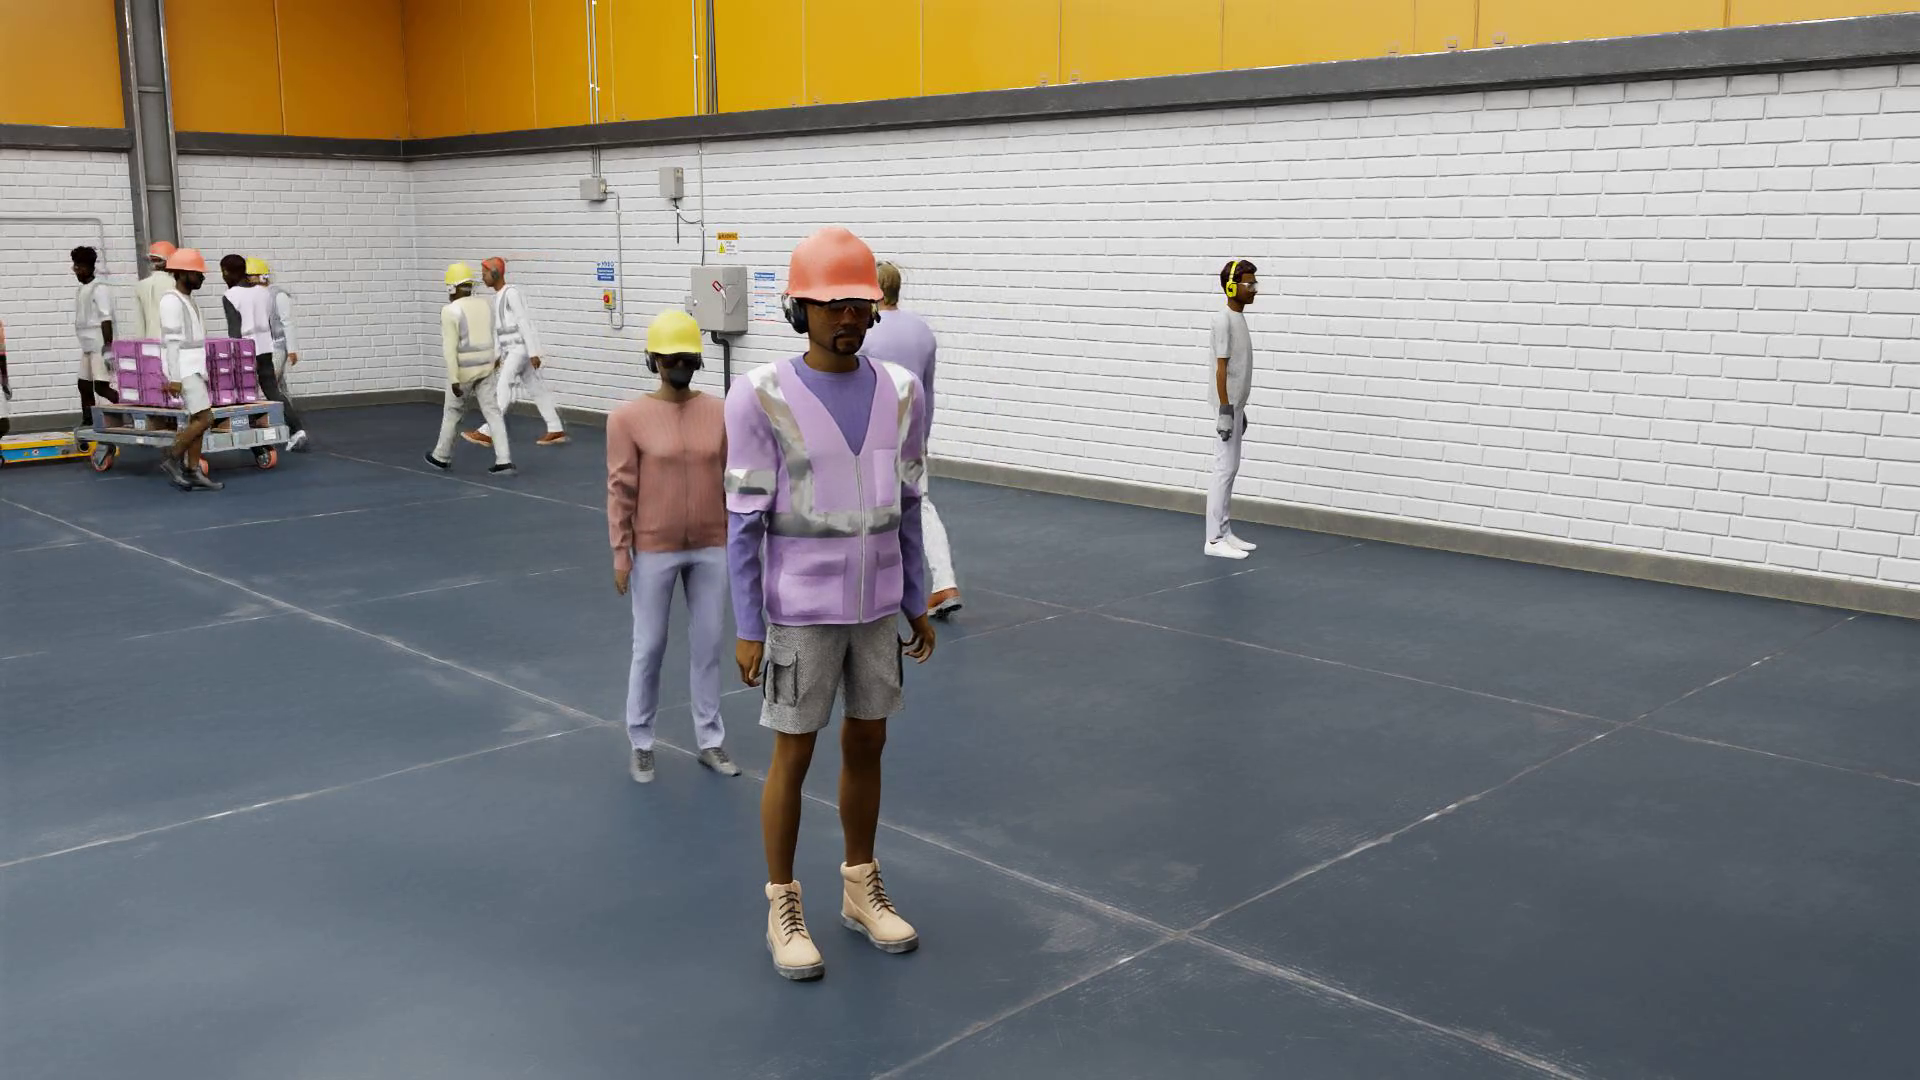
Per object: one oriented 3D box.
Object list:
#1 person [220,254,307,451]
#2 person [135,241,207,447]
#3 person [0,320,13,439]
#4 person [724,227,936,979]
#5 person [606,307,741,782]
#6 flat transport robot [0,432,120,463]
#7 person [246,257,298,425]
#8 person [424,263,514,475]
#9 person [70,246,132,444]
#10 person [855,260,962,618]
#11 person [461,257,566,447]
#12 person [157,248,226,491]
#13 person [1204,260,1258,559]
[{"bbox_3d":[-6.584,-1.742,15.567,1.009,1.855,0.623,4,11,21],"label":"person"},{"bbox_3d":[-7.551,-1.899,16.135,0.623,1.960,0.868,4,11,23],"label":"person"},{"bbox_3d":[-7.821,-1.213,13.155,0.516,1.671,0.553,5,12,26],"label":"person"},{"bbox_3d":[-0.332,0.177,4.574,0.616,2.041,0.380,-7,12,-33],"label":"person"},{"bbox_3d":[-1.031,0.028,6.150,0.533,1.769,0.319,-6,12,-29],"label":"person"},{"bbox_3d":[-8.346,-0.807,14.772,0.652,0.197,1.431,9,14,42],"label":"flat transport robot"},{"bbox_3d":[-6.986,-1.954,16.876,0.601,1.798,0.551,6,12,31],"label":"person"},{"bbox_3d":[-4.179,-1.436,14.080,0.951,1.782,0.607,7,12,33],"label":"person"},{"bbox_3d":[-8.282,-1.869,16.065,0.726,1.932,0.678,-9,14,-42],"label":"person"},{"bbox_3d":[-0.343,-0.531,8.854,0.647,1.900,1.012,-9,14,-40],"label":"person"},{"bbox_3d":[-4.310,-1.799,15.979,1.043,1.806,0.584,-4,11,-20],"label":"person"},{"bbox_3d":[-6.029,-1.319,13.047,0.411,1.921,0.556,-1,10,-8],"label":"person"},{"bbox_3d":[1.732,-0.822,10.522,0.313,1.860,0.538,4,11,20],"label":"person"}]
